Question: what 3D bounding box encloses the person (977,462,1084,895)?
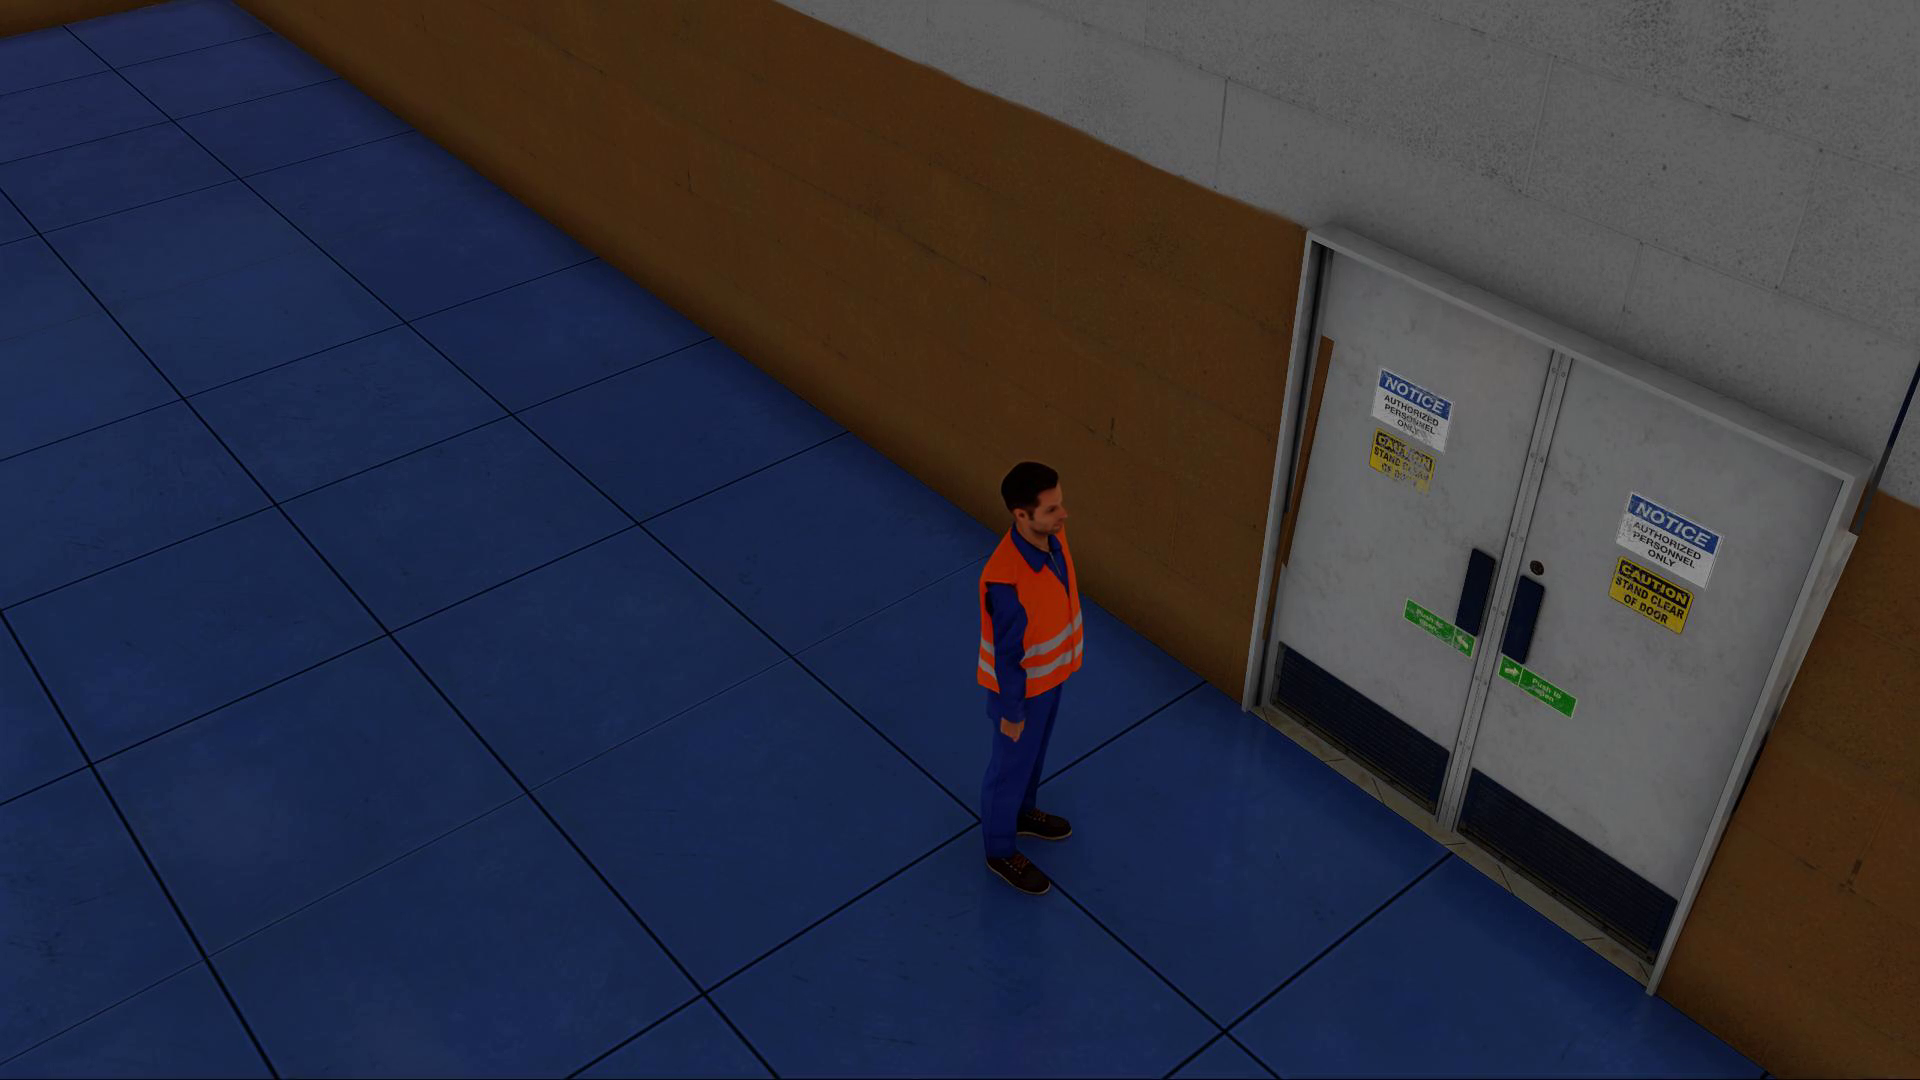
[{"bbox_3d":[0.245,0.489,6.069,0.850,1.864,0.726,13,39,17],"label":"person"}]
